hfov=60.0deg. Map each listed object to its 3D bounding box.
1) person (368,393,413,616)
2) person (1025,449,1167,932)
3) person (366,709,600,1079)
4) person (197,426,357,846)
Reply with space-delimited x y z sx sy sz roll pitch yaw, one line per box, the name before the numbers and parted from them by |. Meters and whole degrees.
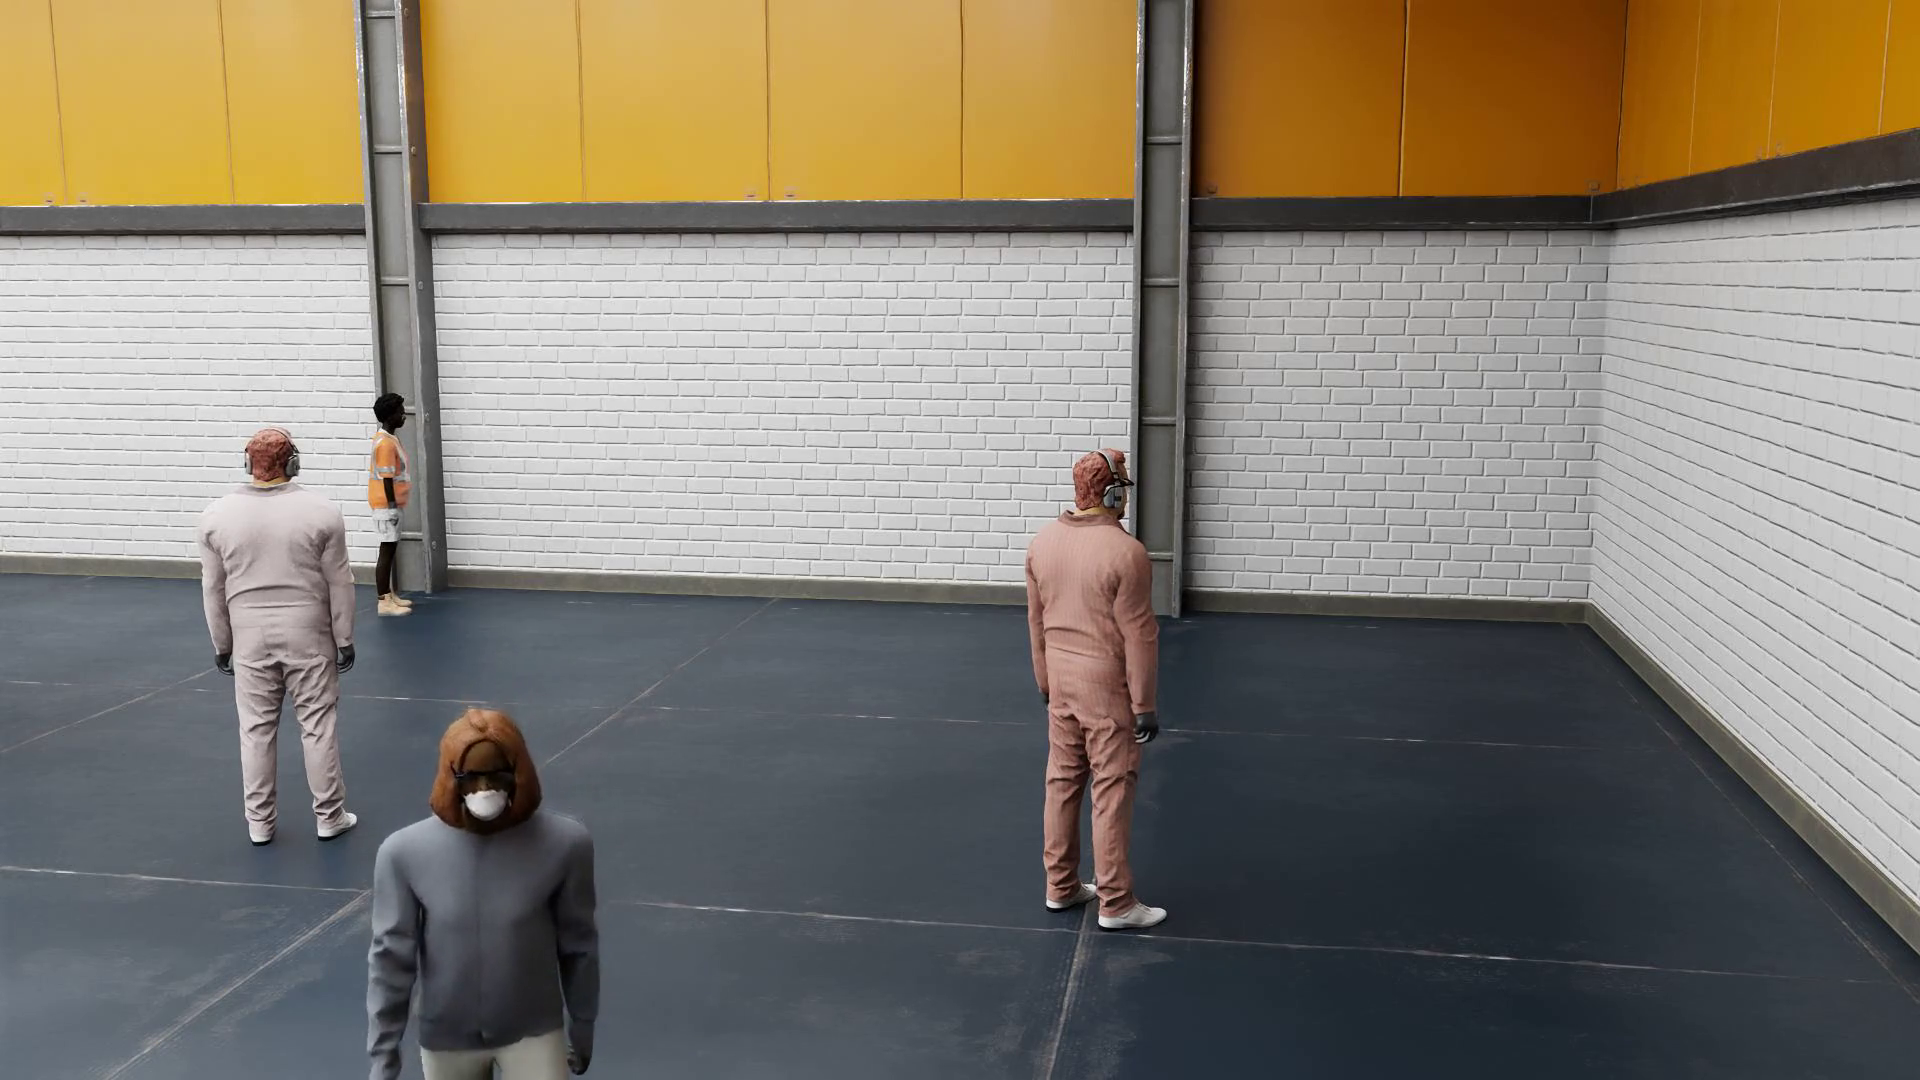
person | -4.319 -0.270 12.607 0.320 1.690 0.530 -3 10 -17
person | 0.558 0.589 6.623 0.407 1.910 0.639 -8 12 -40
person | -1.078 1.200 3.787 0.509 1.612 0.678 -2 9 -10
person | -3.068 0.439 7.555 0.643 1.908 0.408 -2 9 -11
